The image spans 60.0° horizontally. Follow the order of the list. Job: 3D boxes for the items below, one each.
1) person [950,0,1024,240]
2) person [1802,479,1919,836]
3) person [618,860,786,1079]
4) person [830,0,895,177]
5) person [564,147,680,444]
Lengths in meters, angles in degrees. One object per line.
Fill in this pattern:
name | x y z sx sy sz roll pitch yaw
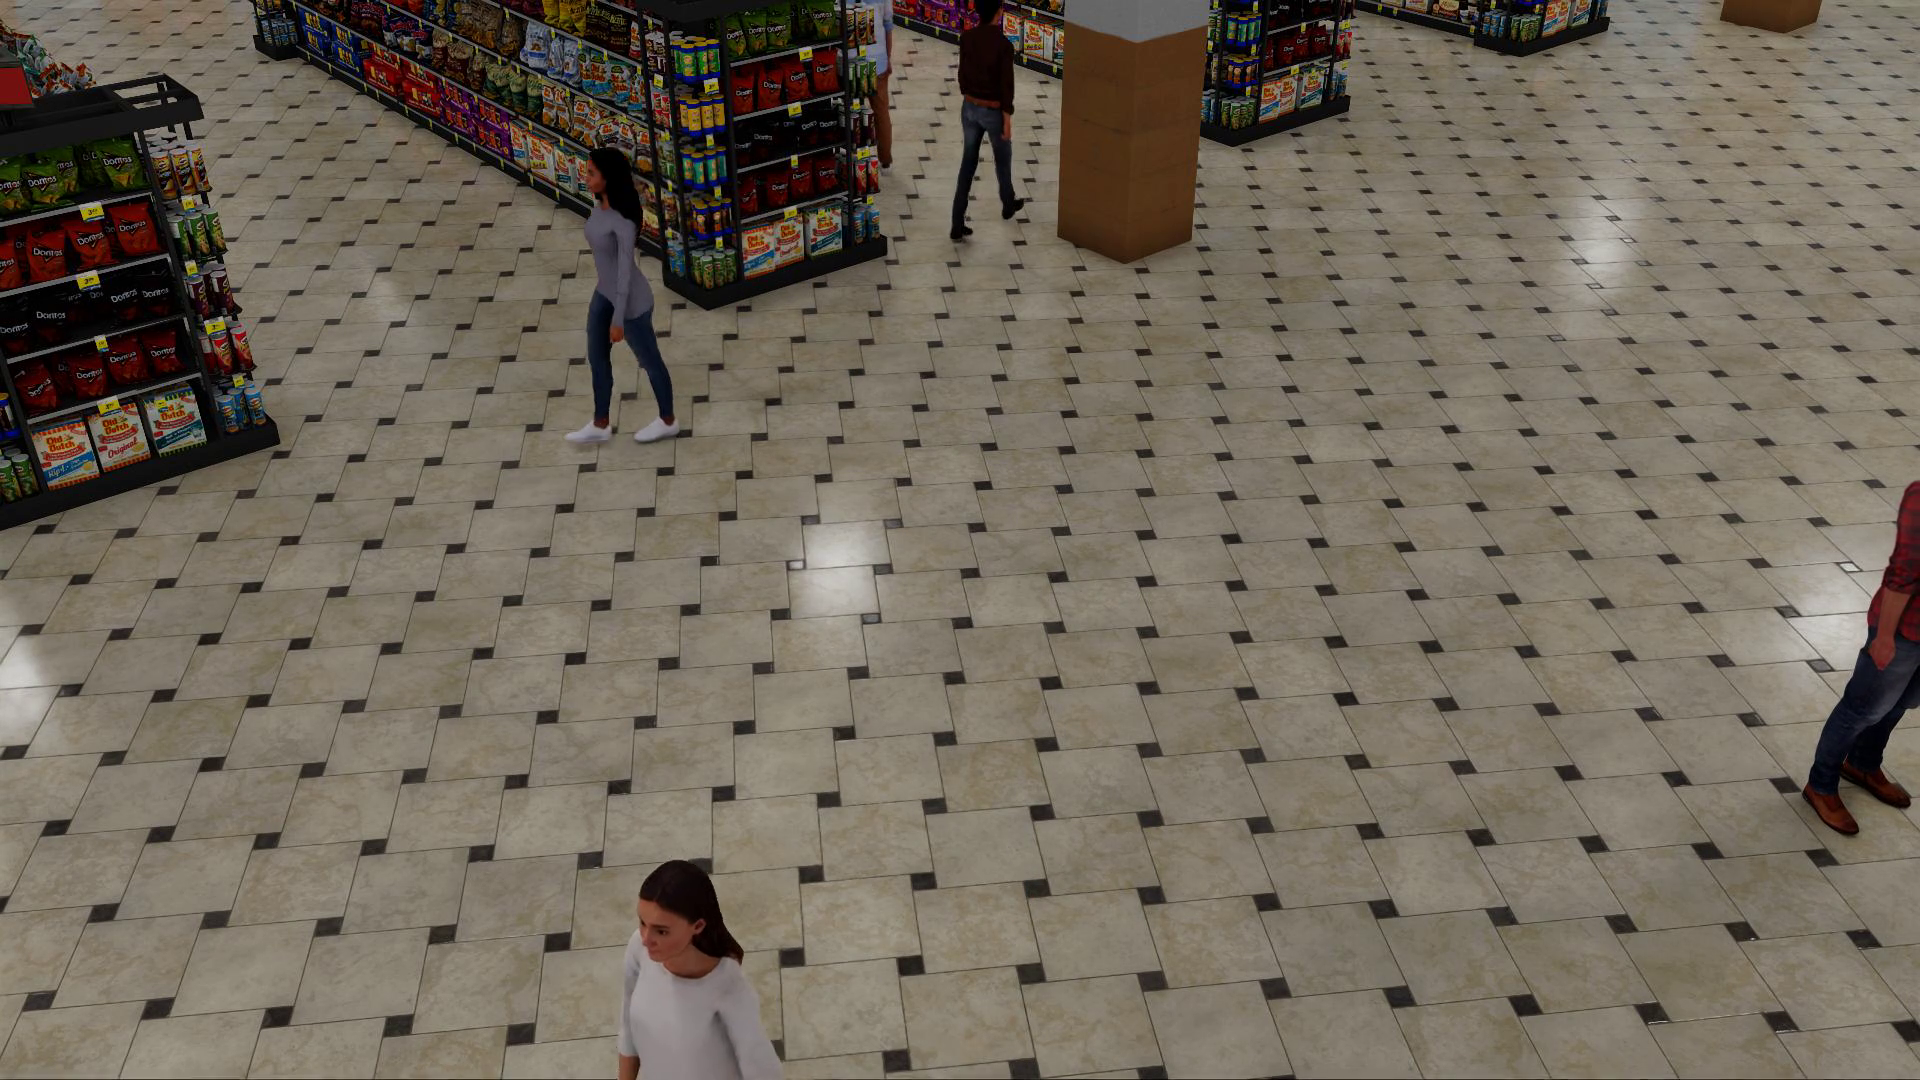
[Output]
person | 0.122 -2.959 11.730 1.166 1.737 0.976 18 36 26
person | 3.694 0.323 6.443 0.727 1.749 0.617 -16 35 -24
person | -0.656 1.506 4.637 1.033 1.649 0.817 23 38 32
person | -0.751 -3.709 12.851 0.753 1.825 0.685 -11 34 -18
person | -1.737 -1.311 9.103 0.797 1.714 0.863 -16 35 -24
